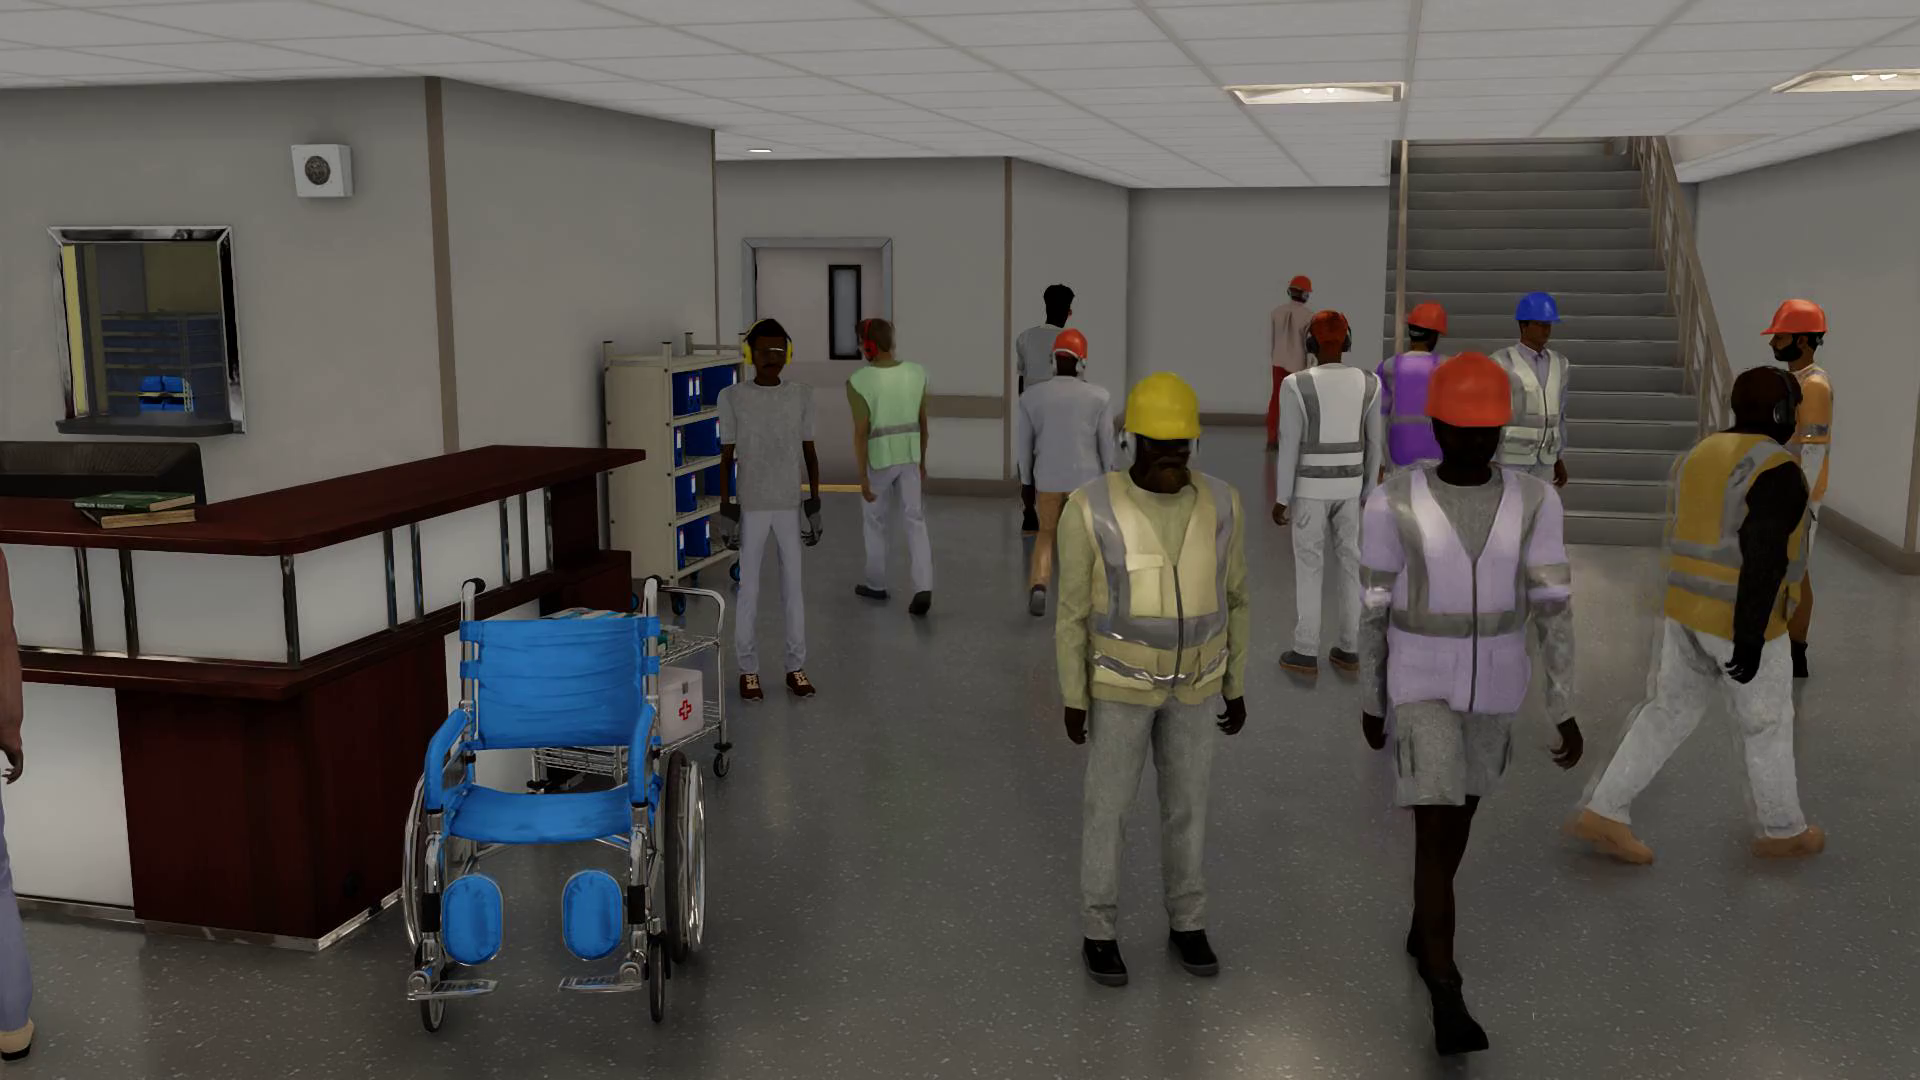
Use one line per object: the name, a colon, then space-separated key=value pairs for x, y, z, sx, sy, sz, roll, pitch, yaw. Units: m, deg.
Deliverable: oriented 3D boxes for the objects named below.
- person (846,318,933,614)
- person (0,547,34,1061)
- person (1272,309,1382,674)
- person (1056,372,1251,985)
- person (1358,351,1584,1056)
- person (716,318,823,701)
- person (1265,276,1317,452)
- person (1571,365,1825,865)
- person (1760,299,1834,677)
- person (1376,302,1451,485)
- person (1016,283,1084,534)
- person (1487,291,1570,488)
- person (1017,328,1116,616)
person: x=-0.405 y=-0.459 z=10.143 sx=0.604 sy=1.798 sz=0.949 roll=-5 pitch=11 yaw=-27
person: x=-2.731 y=0.543 z=4.333 sx=0.329 sy=1.765 sz=0.533 roll=9 pitch=13 yaw=44
person: x=1.895 y=-0.244 z=8.607 sx=0.583 sy=1.882 sz=0.338 roll=-3 pitch=10 yaw=-16
person: x=0.580 y=0.413 z=4.932 sx=0.596 sy=1.824 sz=0.403 roll=-2 pitch=10 yaw=-14
person: x=1.407 y=0.430 z=4.612 sx=0.565 sy=1.882 sz=0.978 roll=0 pitch=10 yaw=0
person: x=-0.921 y=-0.144 z=8.099 sx=0.508 sy=1.862 sz=0.326 roll=-3 pitch=10 yaw=-17
person: x=3.756 y=-1.975 z=18.627 sx=0.633 sy=1.938 sz=1.026 roll=7 pitch=12 yaw=37
person: x=2.677 y=0.279 z=5.874 sx=0.923 sy=1.783 sz=0.663 roll=-2 pitch=10 yaw=-11
person: x=4.250 y=-0.261 z=8.552 sx=0.357 sy=1.937 sz=0.550 roll=2 pitch=10 yaw=14
person: x=2.958 y=-0.579 z=10.640 sx=0.546 sy=1.856 sz=1.063 roll=7 pitch=12 yaw=34
person: x=0.704 y=-0.986 z=12.789 sx=0.614 sy=1.952 sz=0.388 roll=7 pitch=12 yaw=37
person: x=3.360 y=-0.498 z=9.909 sx=0.601 sy=1.950 sz=0.383 roll=-4 pitch=10 yaw=-21
person: x=0.624 y=-0.371 z=9.785 sx=0.568 sy=1.734 sz=0.424 roll=3 pitch=10 yaw=18
